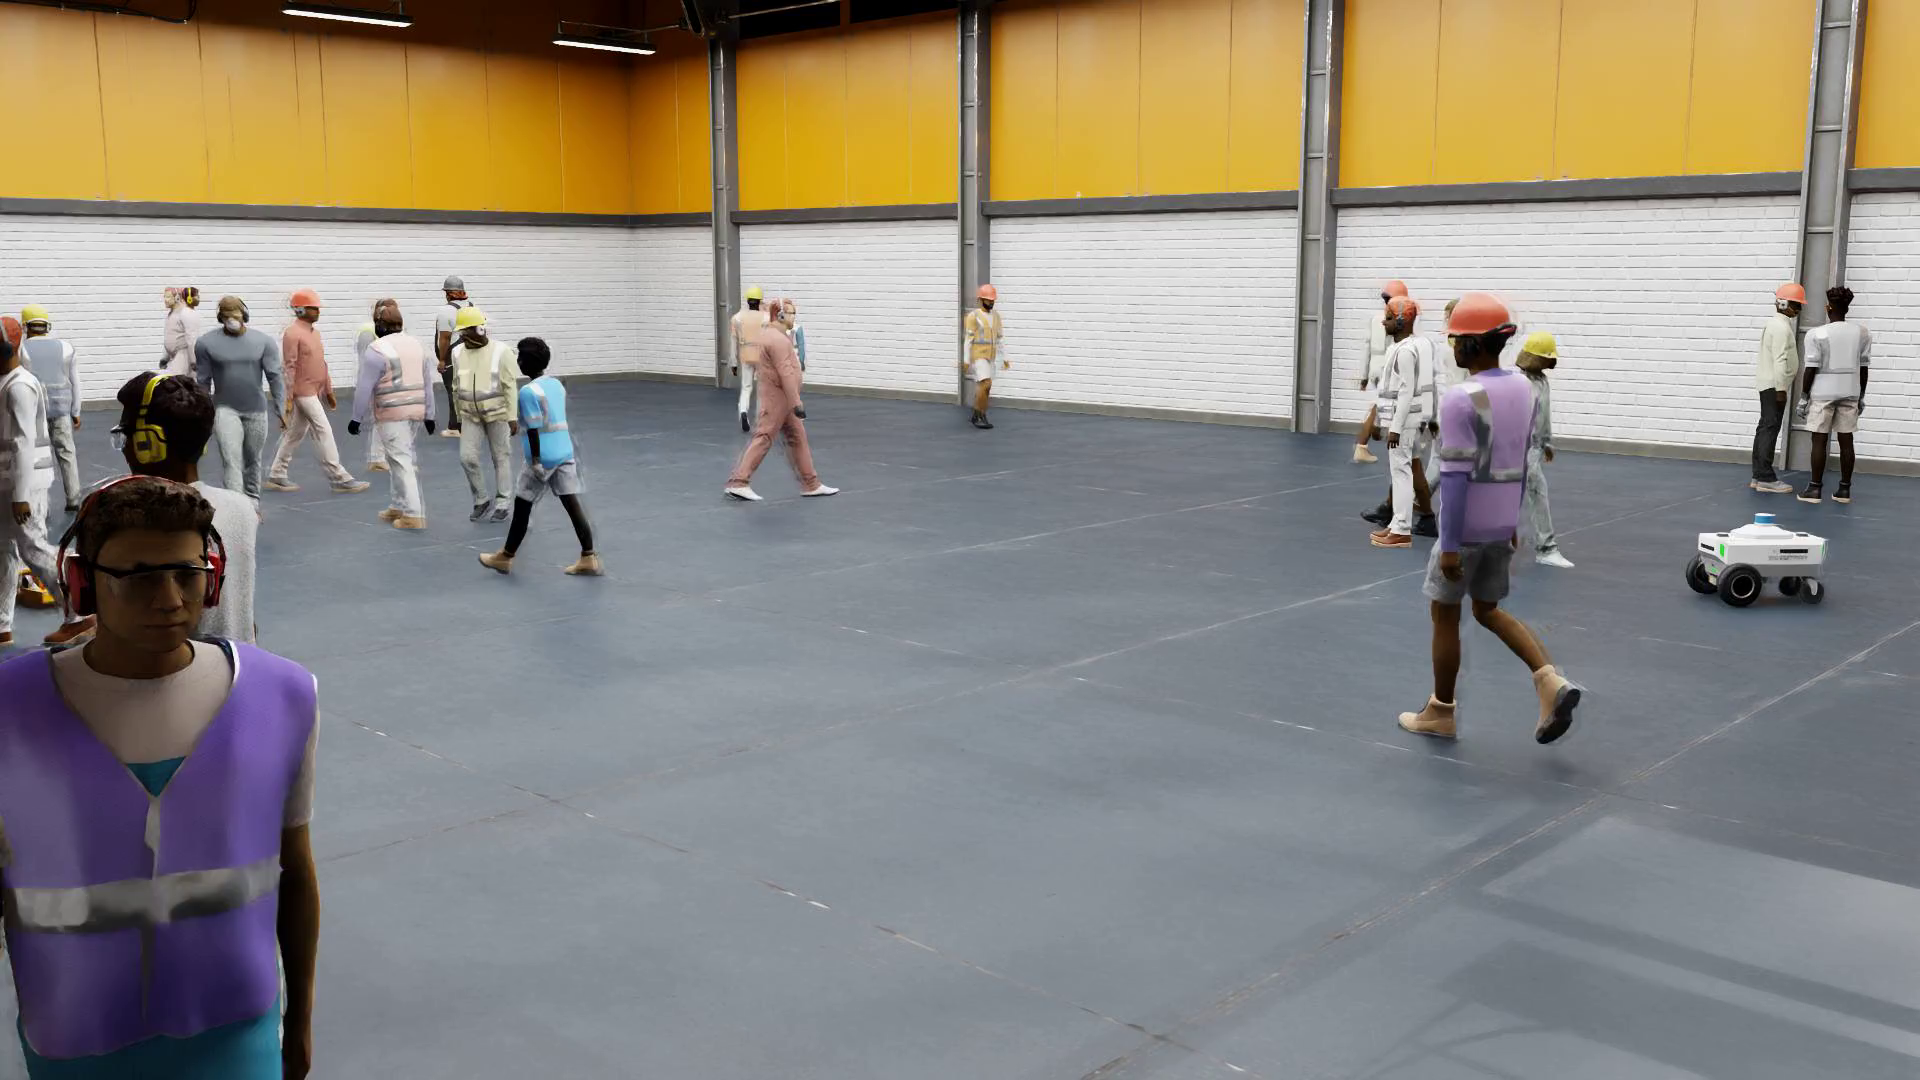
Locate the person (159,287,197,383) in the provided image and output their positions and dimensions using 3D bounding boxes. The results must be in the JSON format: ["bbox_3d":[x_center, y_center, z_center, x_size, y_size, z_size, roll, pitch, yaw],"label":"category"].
[{"bbox_3d":[-10.477,-2.424,22.175,0.886,1.875,0.648,-7,12,-38],"label":"person"}]

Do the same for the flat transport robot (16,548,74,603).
[{"bbox_3d":[-6.132,0.202,10.985,1.431,0.197,0.652,6,11,32],"label":"flat transport robot"}]

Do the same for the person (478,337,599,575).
[{"bbox_3d":[-2.894,-0.570,11.468,0.858,1.647,0.544,3,10,18],"label":"person"}]

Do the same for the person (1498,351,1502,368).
[{"bbox_3d":[5.315,-1.408,16.697,0.587,1.622,0.526,6,11,33],"label":"person"}]

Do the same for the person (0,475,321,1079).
[{"bbox_3d":[-1.338,0.780,2.738,0.579,1.815,0.860,-7,11,-35],"label":"person"}]

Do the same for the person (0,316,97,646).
[{"bbox_3d":[-5.248,-0.310,9.269,0.652,1.877,0.599,-7,11,-36],"label":"person"}]

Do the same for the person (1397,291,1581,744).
[{"bbox_3d":[2.317,-0.068,7.276,0.619,2.028,0.763,-7,11,-36],"label":"person"}]

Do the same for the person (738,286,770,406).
[{"bbox_3d":[-3.091,-2.924,25.278,0.643,1.870,0.863,-4,10,-24],"label":"person"}]

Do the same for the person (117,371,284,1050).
[{"bbox_3d":[-1.978,0.503,4.266,0.342,1.874,0.549,1,9,6],"label":"person"}]

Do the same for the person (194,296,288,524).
[{"bbox_3d":[-5.815,-1.021,13.502,0.659,1.890,0.941,-5,10,-27],"label":"person"}]

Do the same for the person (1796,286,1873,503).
[{"bbox_3d":[7.911,-1.311,15.076,0.600,1.967,0.367,0,9,1],"label":"person"}]

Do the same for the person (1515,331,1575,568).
[{"bbox_3d":[4.010,-0.663,11.968,0.838,1.691,0.551,7,11,36],"label":"person"}]

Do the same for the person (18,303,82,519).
[{"bbox_3d":[-7.800,-1.095,14.165,0.404,1.830,0.600,8,12,40],"label":"person"}]

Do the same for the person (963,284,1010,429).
[{"bbox_3d":[0.341,-2.414,21.990,0.487,1.914,0.566,9,13,44],"label":"person"}]

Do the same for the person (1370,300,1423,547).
[{"bbox_3d":[3.349,-0.884,12.712,0.353,1.883,0.573,2,10,15],"label":"person"}]

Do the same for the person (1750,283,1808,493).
[{"bbox_3d":[7.818,-1.452,15.887,0.402,1.984,0.613,3,10,19],"label":"person"}]

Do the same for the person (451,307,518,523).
[{"bbox_3d":[-3.946,-1.032,13.843,0.626,1.801,0.452,1,9,5],"label":"person"}]

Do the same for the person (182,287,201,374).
[{"bbox_3d":[-10.861,-2.641,23.558,0.346,1.865,0.593,-6,11,-34],"label":"person"}]

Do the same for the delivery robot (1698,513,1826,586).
[{"bbox_3d":[5.117,0.074,10.618,0.707,0.478,0.477,0,9,-2],"label":"delivery robot"}]

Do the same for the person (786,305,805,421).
[{"bbox_3d":[-2.399,-2.466,23.169,0.523,1.639,0.313,4,10,24],"label":"person"}]

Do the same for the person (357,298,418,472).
[{"bbox_3d":[-5.862,-1.584,17.212,0.812,1.808,0.637,2,9,12],"label":"person"}]

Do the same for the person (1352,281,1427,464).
[{"bbox_3d":[4.733,-1.830,18.209,1.062,1.980,0.632,-4,10,-21],"label":"person"}]

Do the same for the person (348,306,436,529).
[{"bbox_3d":[-4.693,-1.003,13.667,0.744,1.814,0.656,3,10,20],"label":"person"}]

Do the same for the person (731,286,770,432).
[{"bbox_3d":[-2.693,-2.347,21.635,0.590,1.905,0.781,1,9,3],"label":"person"}]

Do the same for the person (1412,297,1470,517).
[{"bbox_3d":[4.145,-1.077,13.905,0.659,1.869,1.033,-8,12,-40],"label":"person"}]

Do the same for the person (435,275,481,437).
[{"bbox_3d":[-6.407,-2.332,21.108,0.535,2.000,0.674,5,11,28],"label":"person"}]

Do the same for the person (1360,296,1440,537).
[{"bbox_3d":[3.494,-0.990,13.326,0.565,1.890,0.909,-8,12,-41],"label":"person"}]

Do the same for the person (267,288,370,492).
[{"bbox_3d":[-6.177,-1.409,15.765,1.019,1.944,0.635,0,9,-1],"label":"person"}]

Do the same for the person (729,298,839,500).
[{"bbox_3d":[-1.662,-1.282,15.265,1.009,1.859,0.643,-1,9,-5],"label":"person"}]
